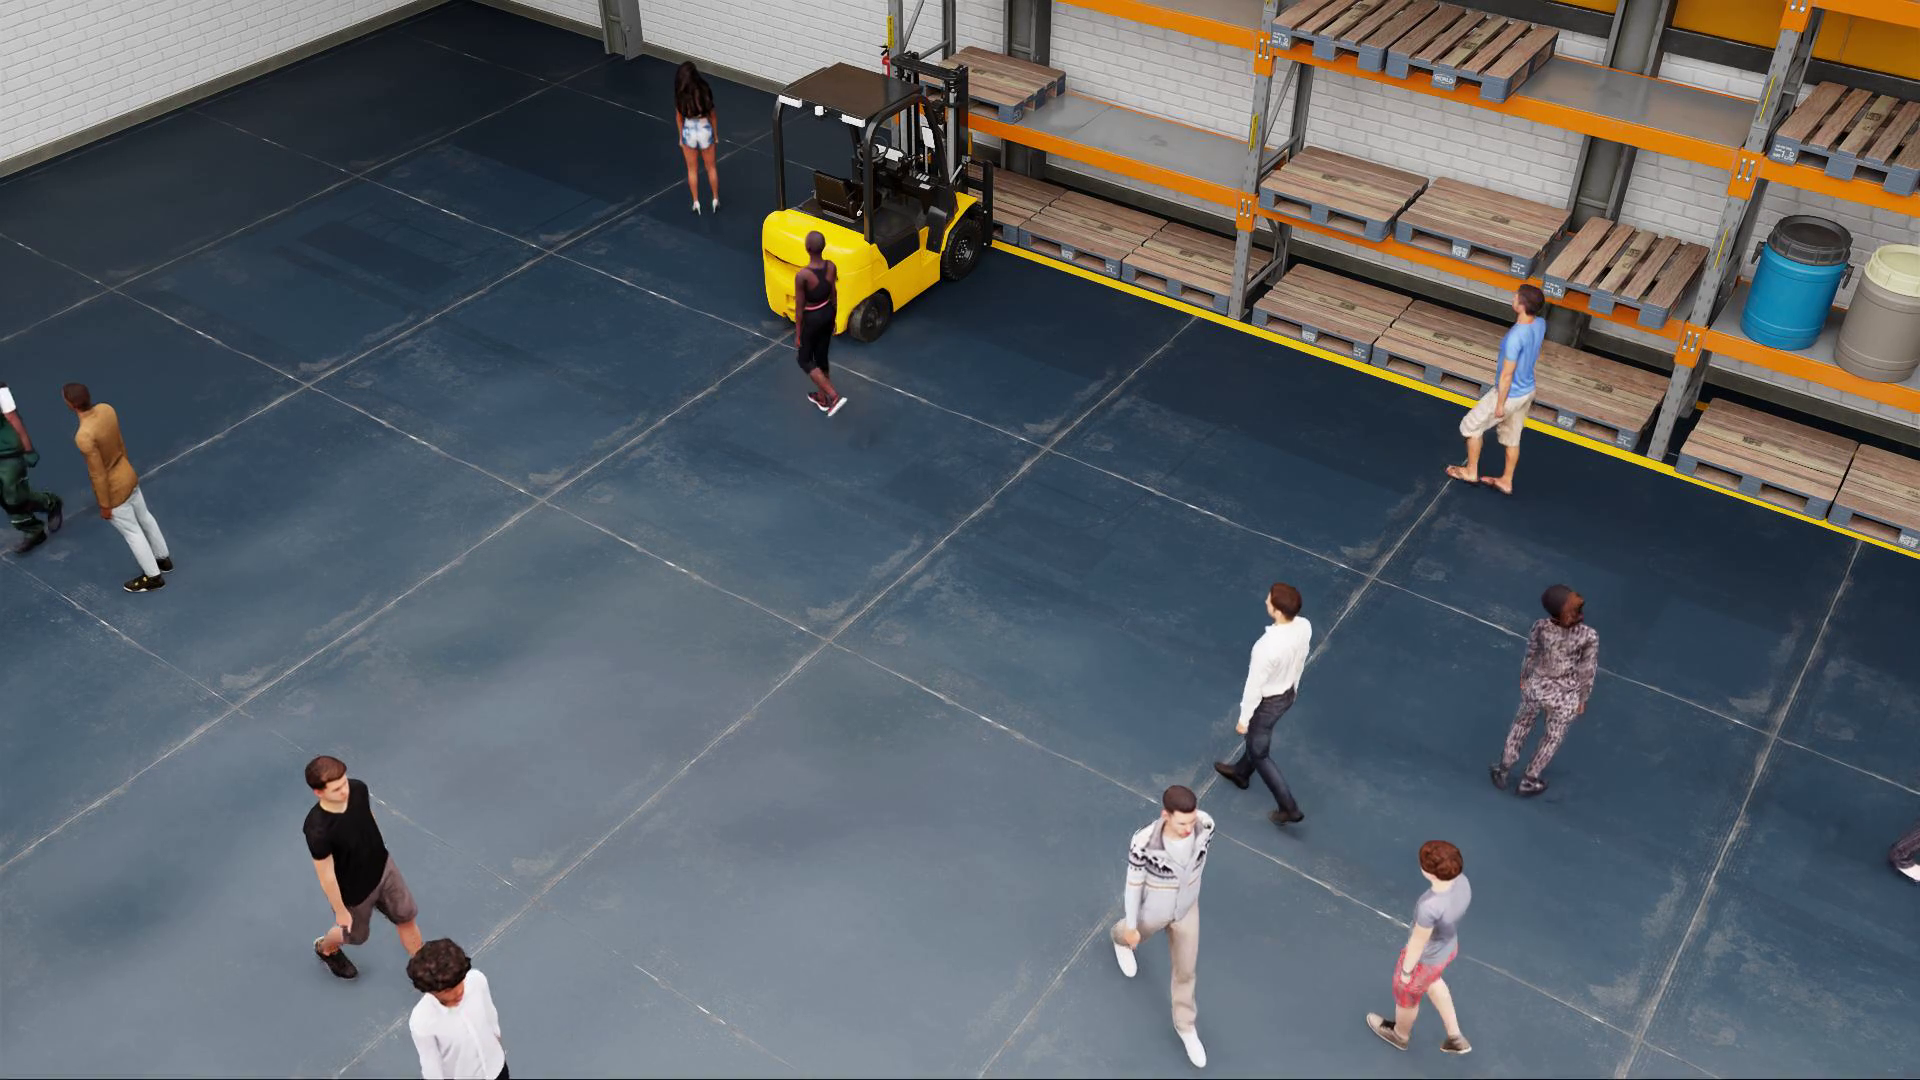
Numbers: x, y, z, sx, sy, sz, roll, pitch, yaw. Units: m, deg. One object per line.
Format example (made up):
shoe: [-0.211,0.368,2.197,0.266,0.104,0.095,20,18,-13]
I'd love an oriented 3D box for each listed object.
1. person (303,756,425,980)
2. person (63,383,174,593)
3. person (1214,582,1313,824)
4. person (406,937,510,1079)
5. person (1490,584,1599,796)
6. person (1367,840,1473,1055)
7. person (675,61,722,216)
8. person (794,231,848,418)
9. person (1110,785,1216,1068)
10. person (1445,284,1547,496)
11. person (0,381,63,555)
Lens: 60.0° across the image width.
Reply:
person: [-3.467,1.895,9.419,1.227,1.837,0.879,14,41,17]
person: [-6.238,-0.407,12.319,0.733,1.815,0.717,1,39,1]
person: [2.002,1.060,10.454,1.064,1.851,0.796,32,48,33]
person: [-2.571,2.646,8.514,0.935,1.792,0.631,24,45,27]
person: [3.817,1.000,10.658,0.685,1.690,0.515,-25,45,-28]
person: [2.630,2.298,9.074,0.702,1.637,0.890,-28,47,-31]
person: [-2.704,-4.131,17.138,0.680,1.620,0.740,-6,39,-8]
person: [-1.162,-1.783,14.101,0.710,1.743,0.909,-29,47,-31]
person: [1.099,1.976,9.338,1.168,1.812,1.315,-12,40,-15]
person: [4.448,-1.138,13.210,0.753,1.847,0.868,-27,46,-29]
person: [-7.271,-0.730,12.716,0.823,1.825,0.898,10,40,13]
